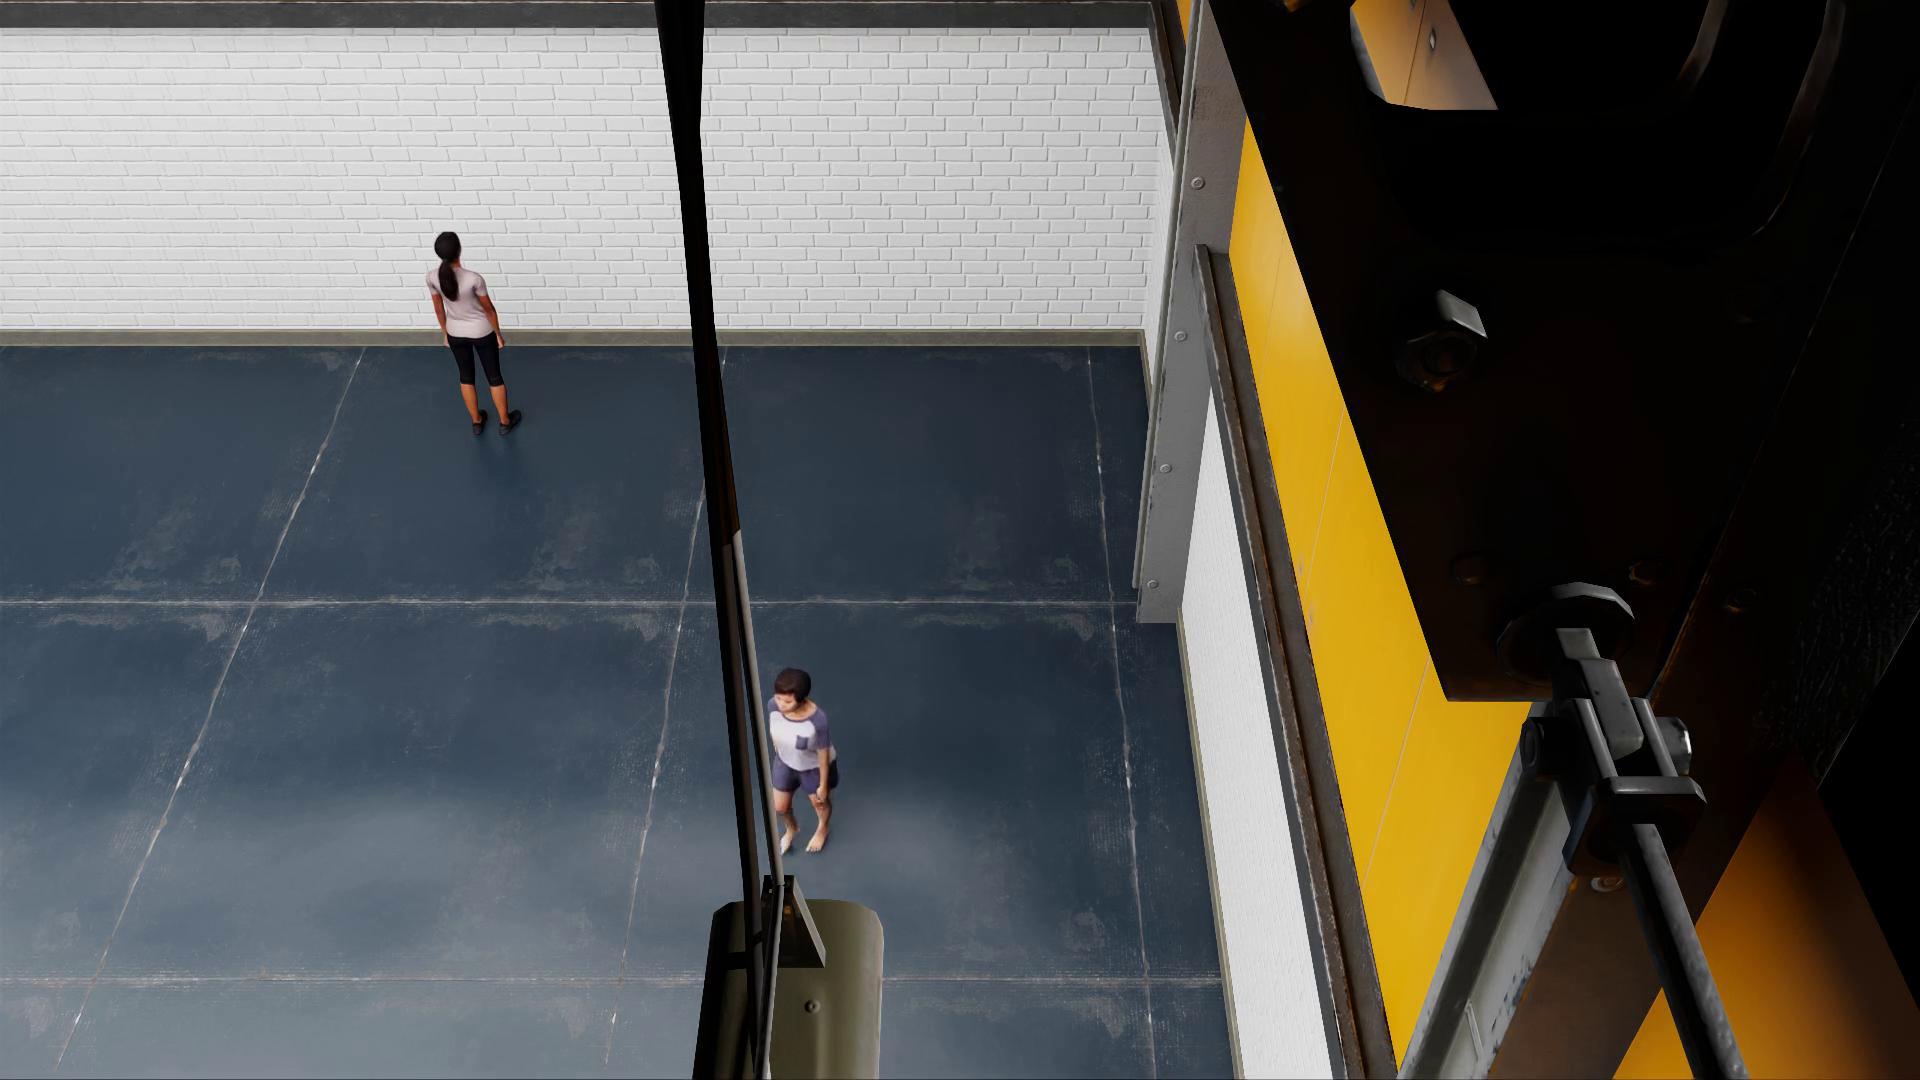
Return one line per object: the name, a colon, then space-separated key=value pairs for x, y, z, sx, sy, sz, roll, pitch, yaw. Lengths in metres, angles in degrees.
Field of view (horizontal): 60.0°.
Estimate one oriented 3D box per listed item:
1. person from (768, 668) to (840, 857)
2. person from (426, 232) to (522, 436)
person: x=-0.873 y=1.237 z=9.687 sx=0.646 sy=1.555 sz=0.687 roll=15 pitch=46 yaw=15
person: x=-3.669 y=-1.538 z=12.461 sx=0.619 sy=1.746 sz=0.543 roll=3 pitch=44 yaw=3
